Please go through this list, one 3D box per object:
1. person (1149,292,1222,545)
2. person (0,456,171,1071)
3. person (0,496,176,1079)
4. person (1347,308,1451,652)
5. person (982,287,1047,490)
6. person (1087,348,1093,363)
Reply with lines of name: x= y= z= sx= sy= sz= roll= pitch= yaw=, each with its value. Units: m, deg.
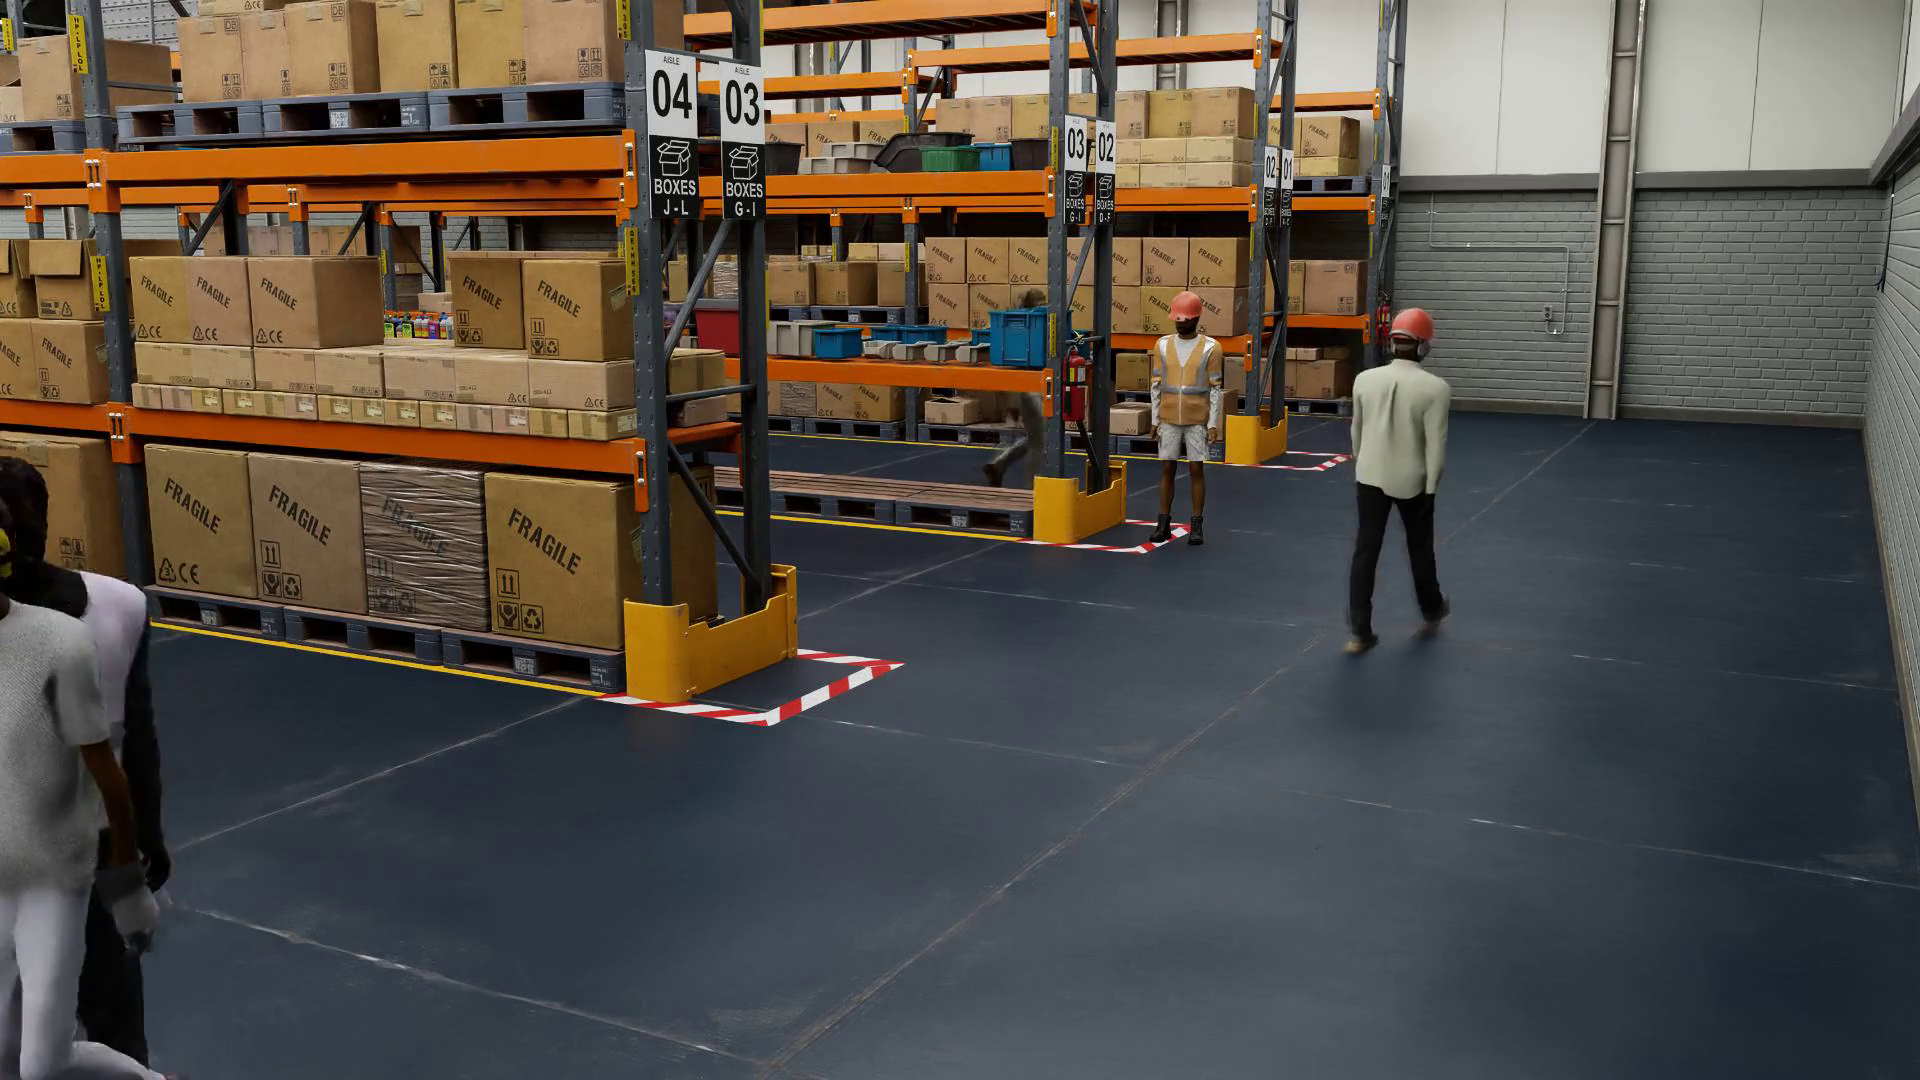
person: x=1.707 y=-0.919 z=12.670 sx=0.543 sy=1.927 sz=0.375 roll=4 pitch=11 yaw=20
person: x=-2.200 y=0.724 z=3.916 sx=0.639 sy=1.895 sz=0.908 roll=-9 pitch=14 yaw=-40
person: x=-2.066 y=0.755 z=3.745 sx=0.553 sy=1.848 sz=0.477 roll=3 pitch=11 yaw=14
person: x=2.552 y=-0.364 z=9.631 sx=0.613 sy=1.924 sz=1.062 roll=7 pitch=13 yaw=35
person: x=0.556 y=-1.242 z=14.474 sx=0.728 sy=1.913 sz=0.632 roll=5 pitch=11 yaw=25
person: x=1.669 y=-2.677 z=22.378 sx=0.573 sy=1.883 sz=0.356 roll=-6 pitch=12 yaw=-28
